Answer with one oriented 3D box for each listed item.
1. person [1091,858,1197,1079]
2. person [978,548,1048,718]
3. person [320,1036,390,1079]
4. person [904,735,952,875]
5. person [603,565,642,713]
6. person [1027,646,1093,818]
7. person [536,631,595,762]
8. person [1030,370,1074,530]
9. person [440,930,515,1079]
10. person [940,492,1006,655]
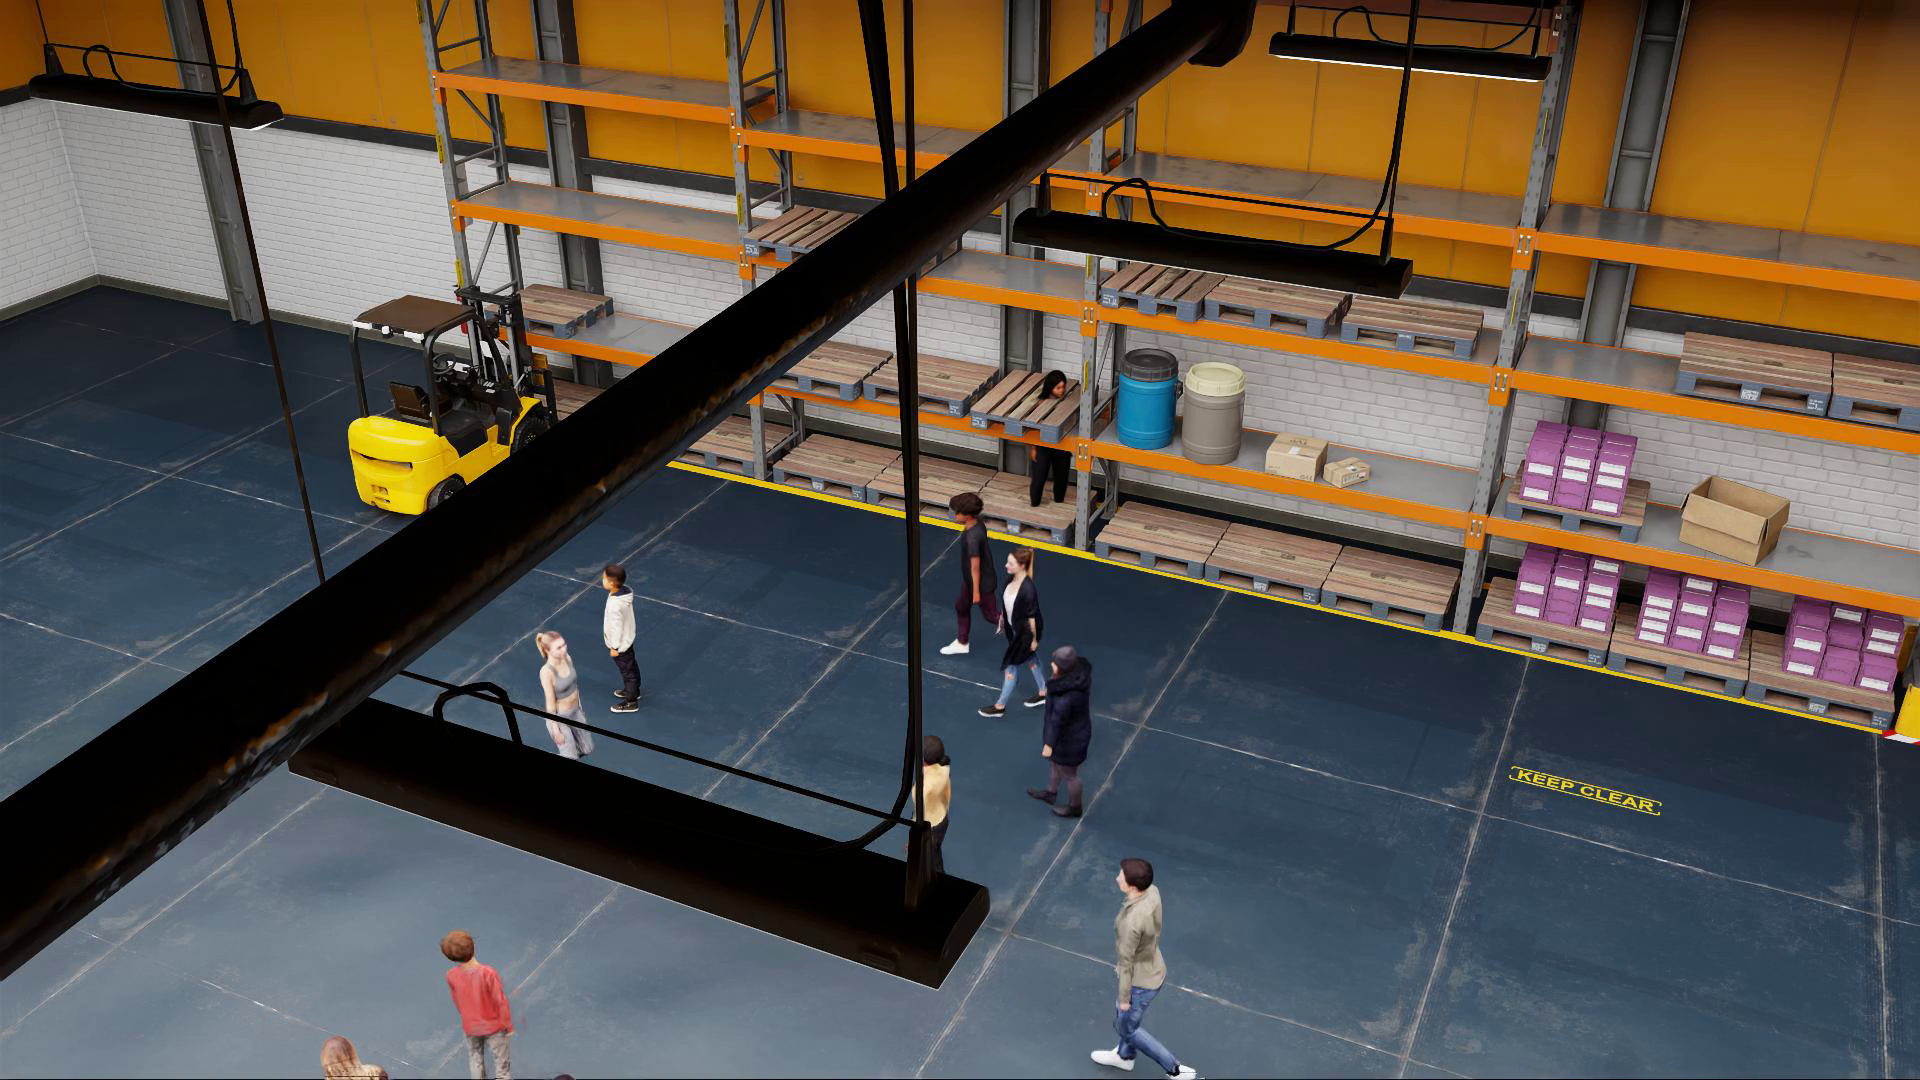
[{"bbox_3d":[1.258,2.878,10.856,0.974,1.842,0.718,14,32,24],"label":"person"},{"bbox_3d":[0.647,0.813,14.837,1.056,1.655,0.997,-10,30,-18],"label":"person"},{"bbox_3d":[-3.418,3.605,9.685,0.797,1.687,0.951,-25,37,-37],"label":"person"},{"bbox_3d":[-0.137,2.157,12.377,0.692,1.651,0.627,11,30,19],"label":"person"},{"bbox_3d":[-3.036,0.871,14.941,0.659,1.454,0.660,-1,29,-2],"label":"person"},{"bbox_3d":[0.939,1.570,13.442,0.821,1.662,0.734,8,30,15],"label":"person"},{"bbox_3d":[-3.299,1.463,13.606,0.772,1.693,0.636,8,30,15],"label":"person"},{"bbox_3d":[0.991,-1.012,18.018,0.773,1.813,0.830,-11,30,-19],"label":"person"},{"bbox_3d":[-3.066,3.157,10.804,0.517,1.403,0.782,11,30,19],"label":"person"},{"bbox_3d":[0.271,0.344,15.620,1.210,1.729,1.039,-4,29,-7],"label":"person"}]
